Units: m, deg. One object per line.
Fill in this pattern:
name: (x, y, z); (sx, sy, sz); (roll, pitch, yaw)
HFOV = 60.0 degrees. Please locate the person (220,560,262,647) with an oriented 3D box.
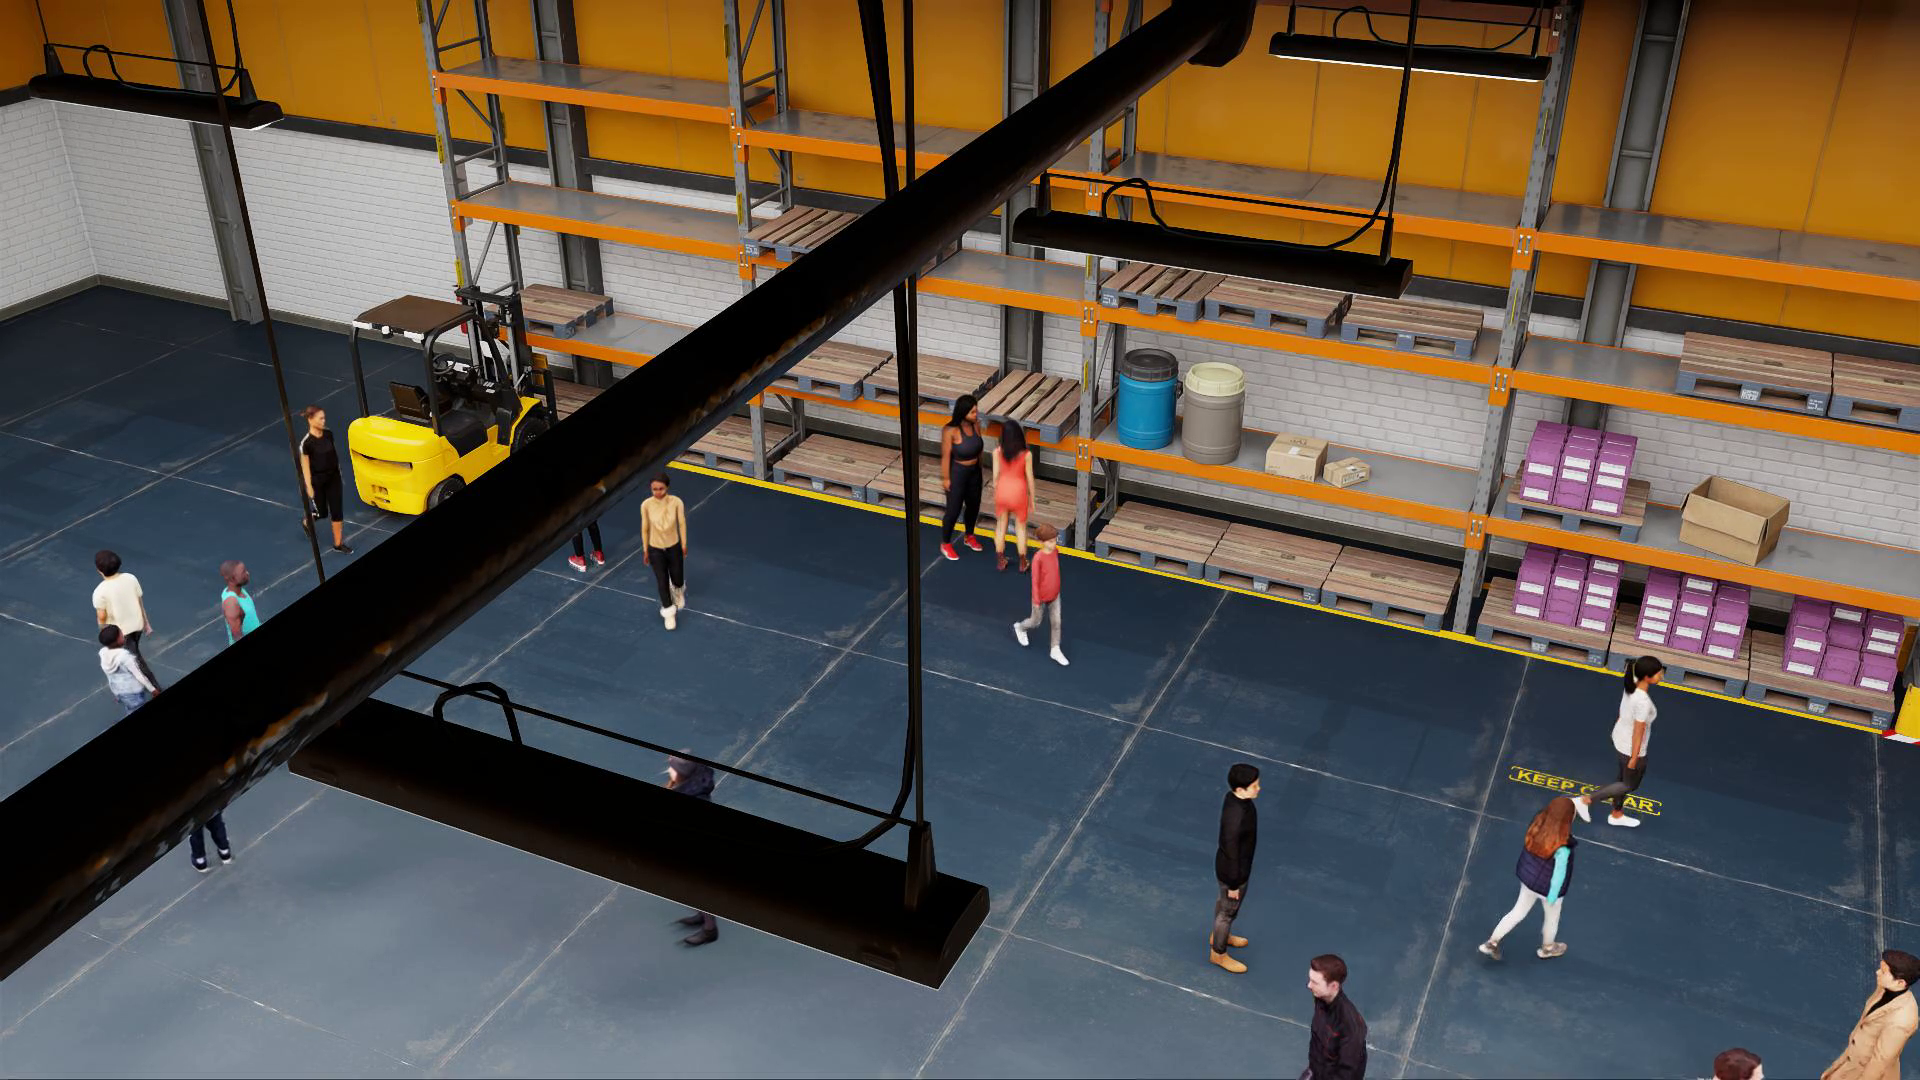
person: (-6.113, 0.994, 14.389); (1.138, 1.766, 1.066); (-9, 30, -16)

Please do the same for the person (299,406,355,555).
person: (-6.753, -0.639, 17.511); (0.908, 1.643, 0.658); (17, 33, 28)

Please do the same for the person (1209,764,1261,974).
person: (1.982, 2.325, 11.994); (0.609, 1.722, 0.698); (6, 29, 10)

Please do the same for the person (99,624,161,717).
person: (-7.203, 1.318, 14.346); (0.728, 1.239, 0.571); (14, 32, 24)

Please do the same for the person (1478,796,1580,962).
person: (4.129, 2.466, 11.994); (1.008, 1.475, 0.941); (-10, 30, -17)

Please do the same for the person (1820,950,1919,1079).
person: (5.729, 3.276, 10.269); (1.141, 1.705, 0.793); (7, 29, 12)

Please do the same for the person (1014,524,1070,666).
person: (0.760, 0.480, 15.715); (0.761, 1.399, 0.964); (-22, 35, -34)

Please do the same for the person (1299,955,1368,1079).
person: (2.347, 3.291, 10.094); (1.271, 1.846, 1.264); (-13, 31, -23)

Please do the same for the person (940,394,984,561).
person: (0.017, -0.691, 17.434); (0.779, 1.808, 0.777); (-21, 35, -34)

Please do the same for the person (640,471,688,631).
person: (-2.883, 0.056, 16.230); (0.811, 1.649, 0.850); (-5, 29, -8)

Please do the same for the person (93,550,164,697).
person: (-7.424, 0.841, 14.900); (0.967, 1.546, 0.604); (14, 31, 23)

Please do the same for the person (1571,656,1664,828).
person: (5.290, 1.635, 13.358); (0.898, 1.628, 0.716); (3, 29, 6)

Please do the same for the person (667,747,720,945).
person: (-1.937, 2.228, 12.219); (0.831, 1.677, 0.789); (-6, 29, -11)

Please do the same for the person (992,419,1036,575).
person: (0.506, -0.435, 17.062); (0.569, 1.715, 0.717); (8, 30, 14)
